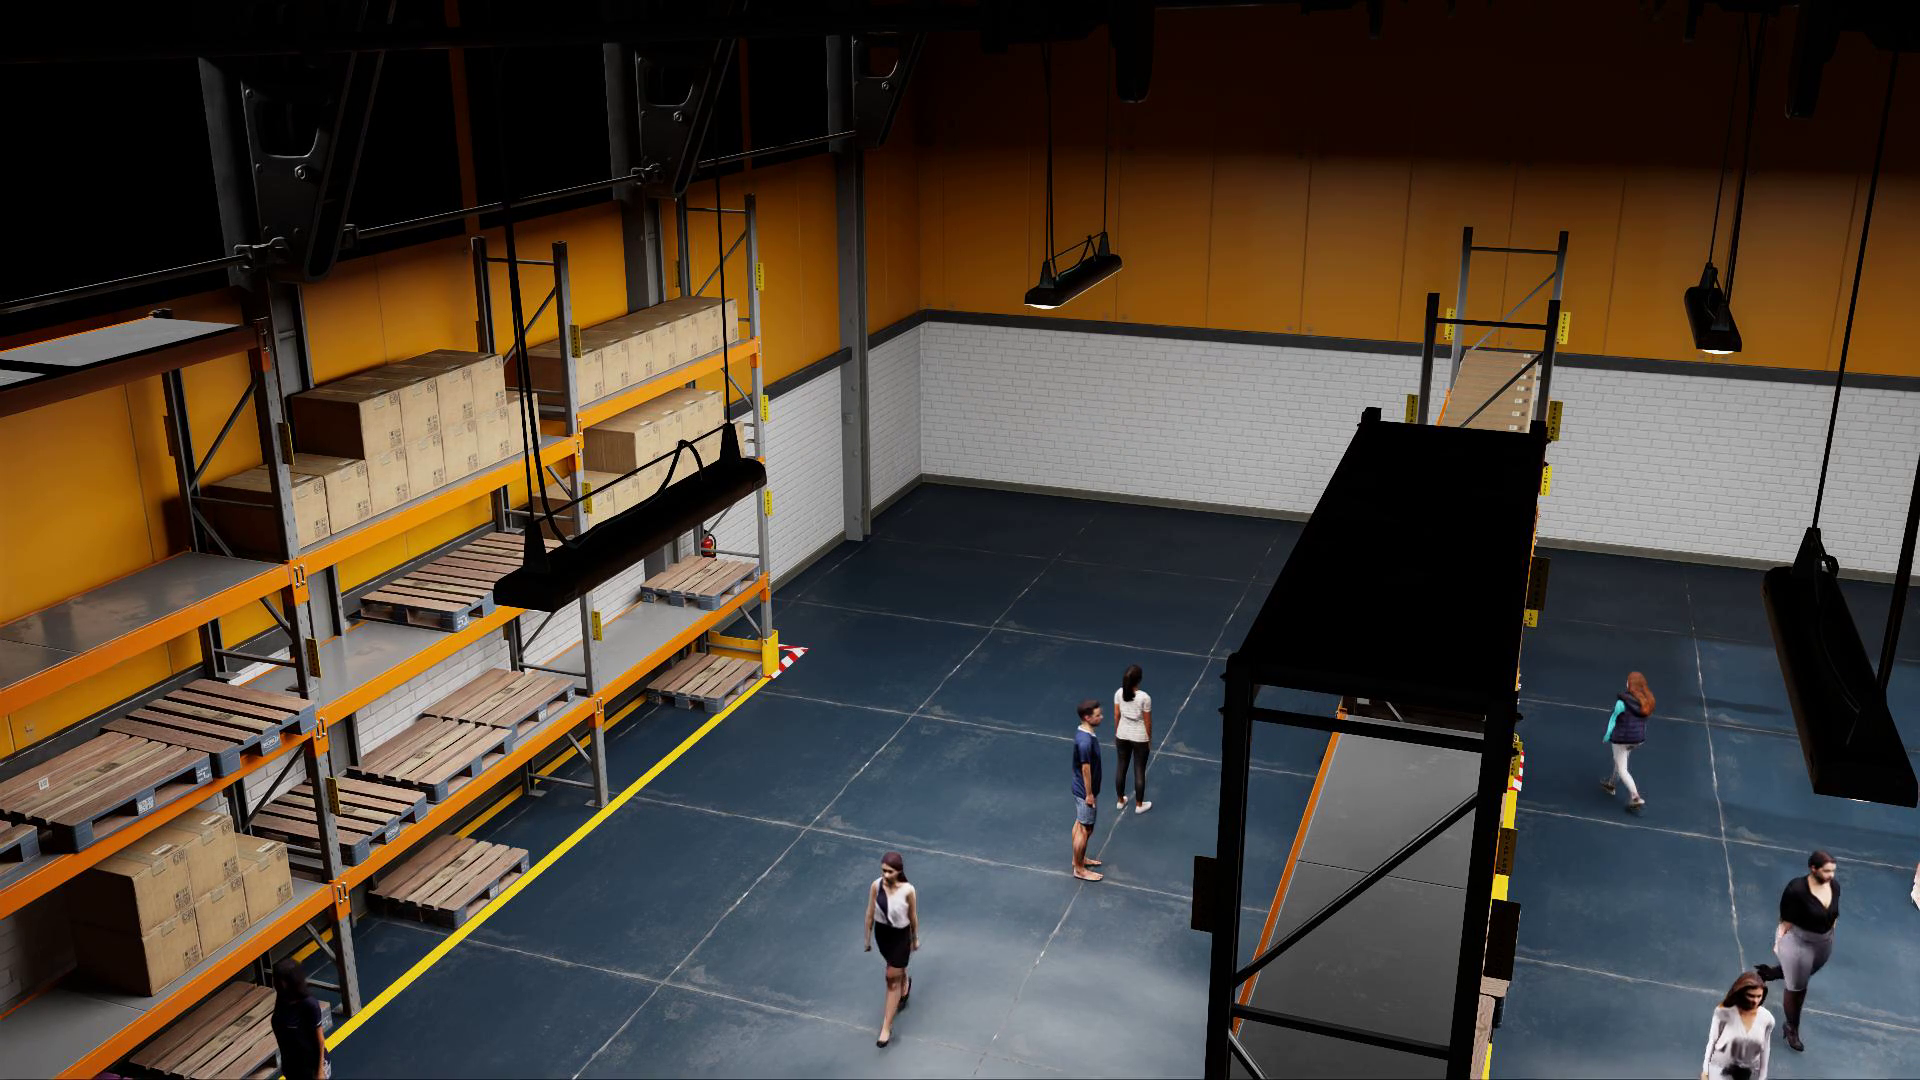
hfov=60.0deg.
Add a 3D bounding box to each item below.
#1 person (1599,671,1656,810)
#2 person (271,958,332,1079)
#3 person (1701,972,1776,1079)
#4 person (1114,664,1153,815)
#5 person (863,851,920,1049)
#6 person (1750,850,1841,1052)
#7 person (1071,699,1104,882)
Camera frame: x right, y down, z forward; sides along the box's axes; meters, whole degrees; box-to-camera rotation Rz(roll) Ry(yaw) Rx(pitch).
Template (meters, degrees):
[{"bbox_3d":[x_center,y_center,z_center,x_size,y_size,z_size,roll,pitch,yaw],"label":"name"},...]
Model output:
[{"bbox_3d":[7.083,2.128,17.578,0.924,1.475,1.022,-7,20,-20],"label":"person"},{"bbox_3d":[-4.769,3.812,12.124,0.619,1.765,0.580,11,21,29],"label":"person"},{"bbox_3d":[5.580,3.847,12.063,0.757,1.738,1.099,2,19,6],"label":"person"},{"bbox_3d":[1.813,2.075,17.467,0.600,1.646,0.569,10,21,28],"label":"person"},{"bbox_3d":[-0.532,3.310,13.875,0.621,1.600,1.101,6,19,16],"label":"person"},{"bbox_3d":[6.887,3.293,13.717,0.999,1.732,1.144,-5,19,-13],"label":"person"},{"bbox_3d":[1.226,2.400,16.186,0.742,1.848,0.589,1,19,3],"label":"person"}]
